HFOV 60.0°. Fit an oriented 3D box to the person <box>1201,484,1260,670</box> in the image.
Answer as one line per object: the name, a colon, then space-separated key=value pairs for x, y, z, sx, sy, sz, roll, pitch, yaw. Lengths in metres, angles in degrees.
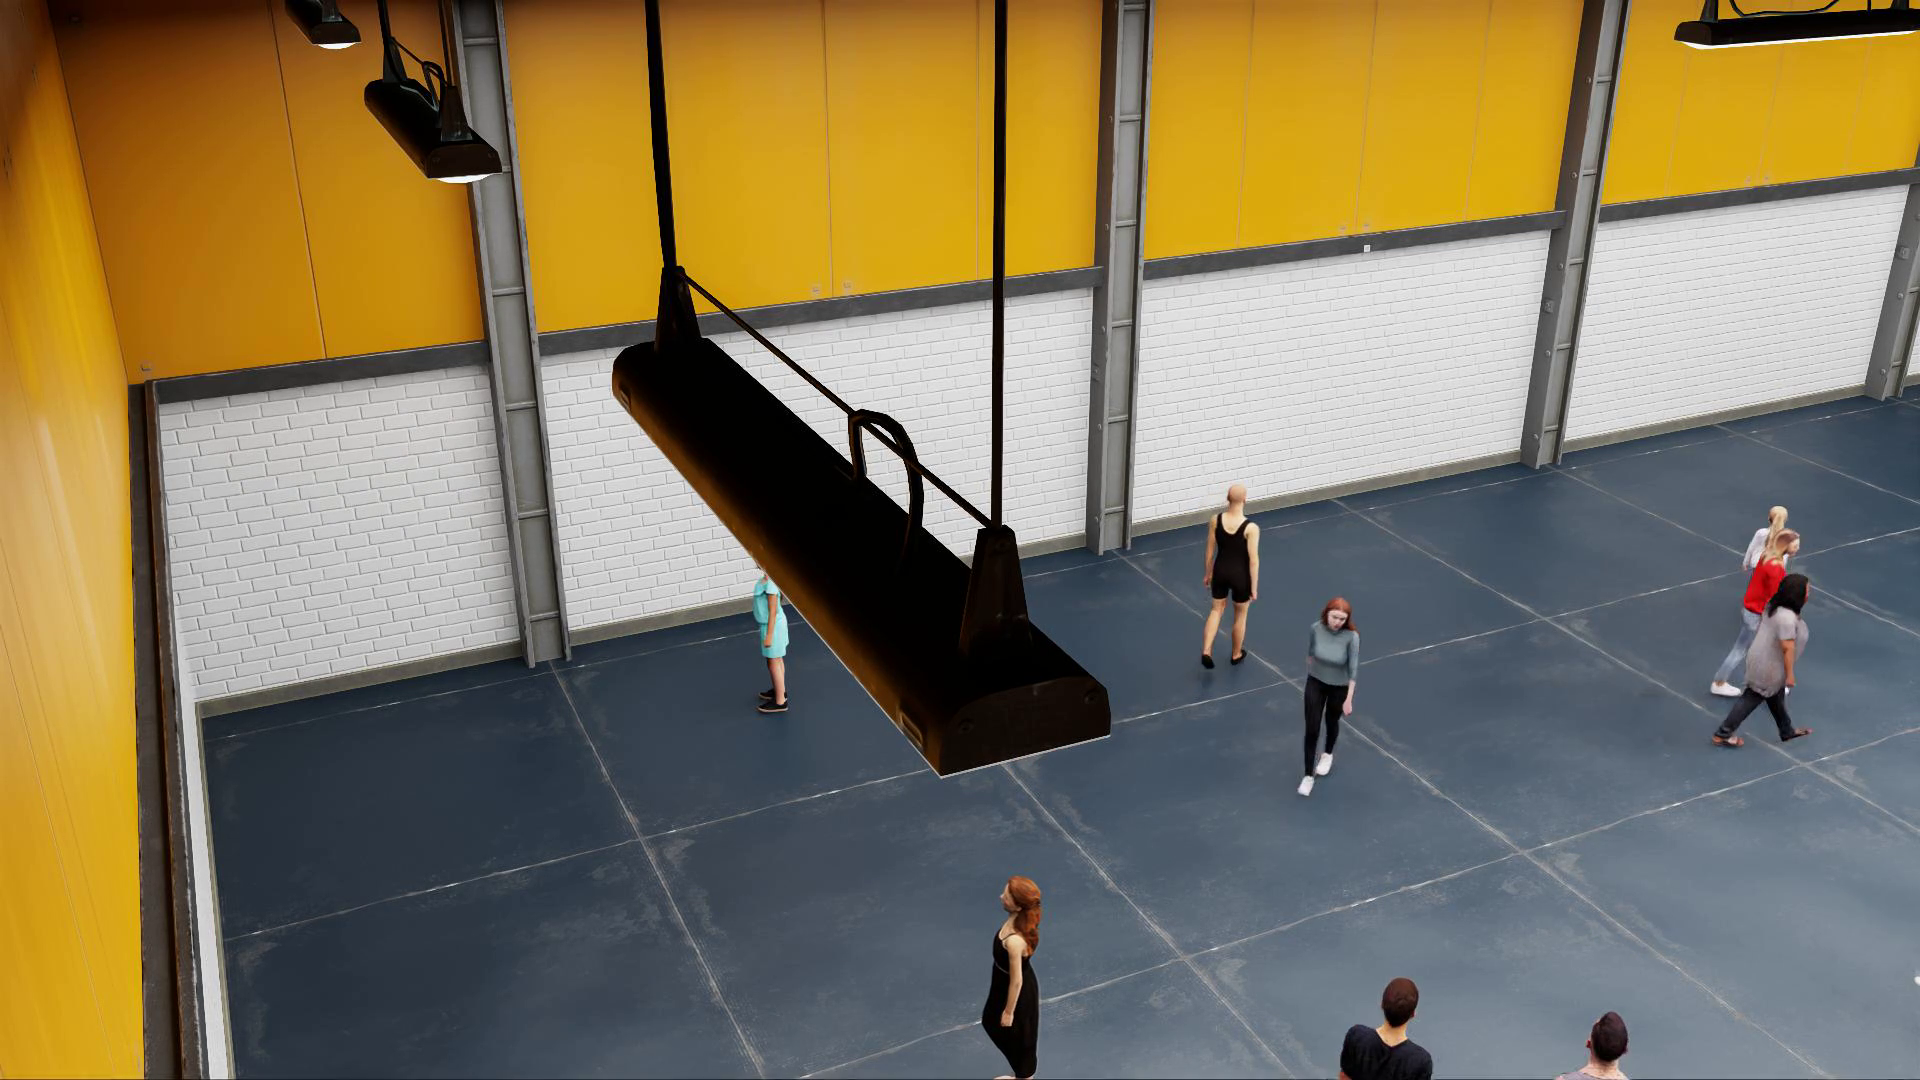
person: x=2.391 y=0.367 z=14.902 sx=0.931 sy=1.805 sz=1.057 roll=15 pitch=28 yaw=31

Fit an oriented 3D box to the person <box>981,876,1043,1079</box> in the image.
person: x=0.338 y=2.683 z=9.827 sx=0.719 sy=1.625 sz=0.684 roll=3 pitch=24 yaw=6

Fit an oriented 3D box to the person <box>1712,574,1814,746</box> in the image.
person: x=6.599 y=1.019 z=13.707 sx=1.138 sy=1.567 sz=0.994 roll=4 pitch=24 yaw=9

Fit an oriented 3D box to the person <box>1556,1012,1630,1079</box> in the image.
person: x=3.061 y=3.174 z=8.161 sx=0.980 sy=1.822 sz=1.014 roll=4 pitch=24 yaw=9

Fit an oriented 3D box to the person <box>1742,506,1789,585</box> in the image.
person: x=7.613 y=0.309 z=15.730 sx=0.892 sy=1.248 sz=0.851 roll=4 pitch=24 yaw=8

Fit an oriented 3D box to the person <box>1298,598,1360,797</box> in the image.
person: x=2.934 y=1.168 z=13.205 sx=0.929 sy=1.696 sz=1.038 roll=15 pitch=28 yaw=30

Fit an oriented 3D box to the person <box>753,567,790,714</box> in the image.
person: x=-1.618 y=0.742 z=14.351 sx=0.660 sy=1.558 sz=0.631 roll=-1 pitch=24 yaw=-2

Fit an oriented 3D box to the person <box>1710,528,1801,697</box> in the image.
person: x=6.828 y=0.654 z=14.417 sx=1.019 sy=1.667 sz=0.933 roll=5 pitch=24 yaw=11

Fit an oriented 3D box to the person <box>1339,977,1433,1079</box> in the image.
person: x=2.130 y=3.125 z=8.568 sx=1.076 sy=1.824 sz=1.150 roll=10 pitch=25 yaw=21
